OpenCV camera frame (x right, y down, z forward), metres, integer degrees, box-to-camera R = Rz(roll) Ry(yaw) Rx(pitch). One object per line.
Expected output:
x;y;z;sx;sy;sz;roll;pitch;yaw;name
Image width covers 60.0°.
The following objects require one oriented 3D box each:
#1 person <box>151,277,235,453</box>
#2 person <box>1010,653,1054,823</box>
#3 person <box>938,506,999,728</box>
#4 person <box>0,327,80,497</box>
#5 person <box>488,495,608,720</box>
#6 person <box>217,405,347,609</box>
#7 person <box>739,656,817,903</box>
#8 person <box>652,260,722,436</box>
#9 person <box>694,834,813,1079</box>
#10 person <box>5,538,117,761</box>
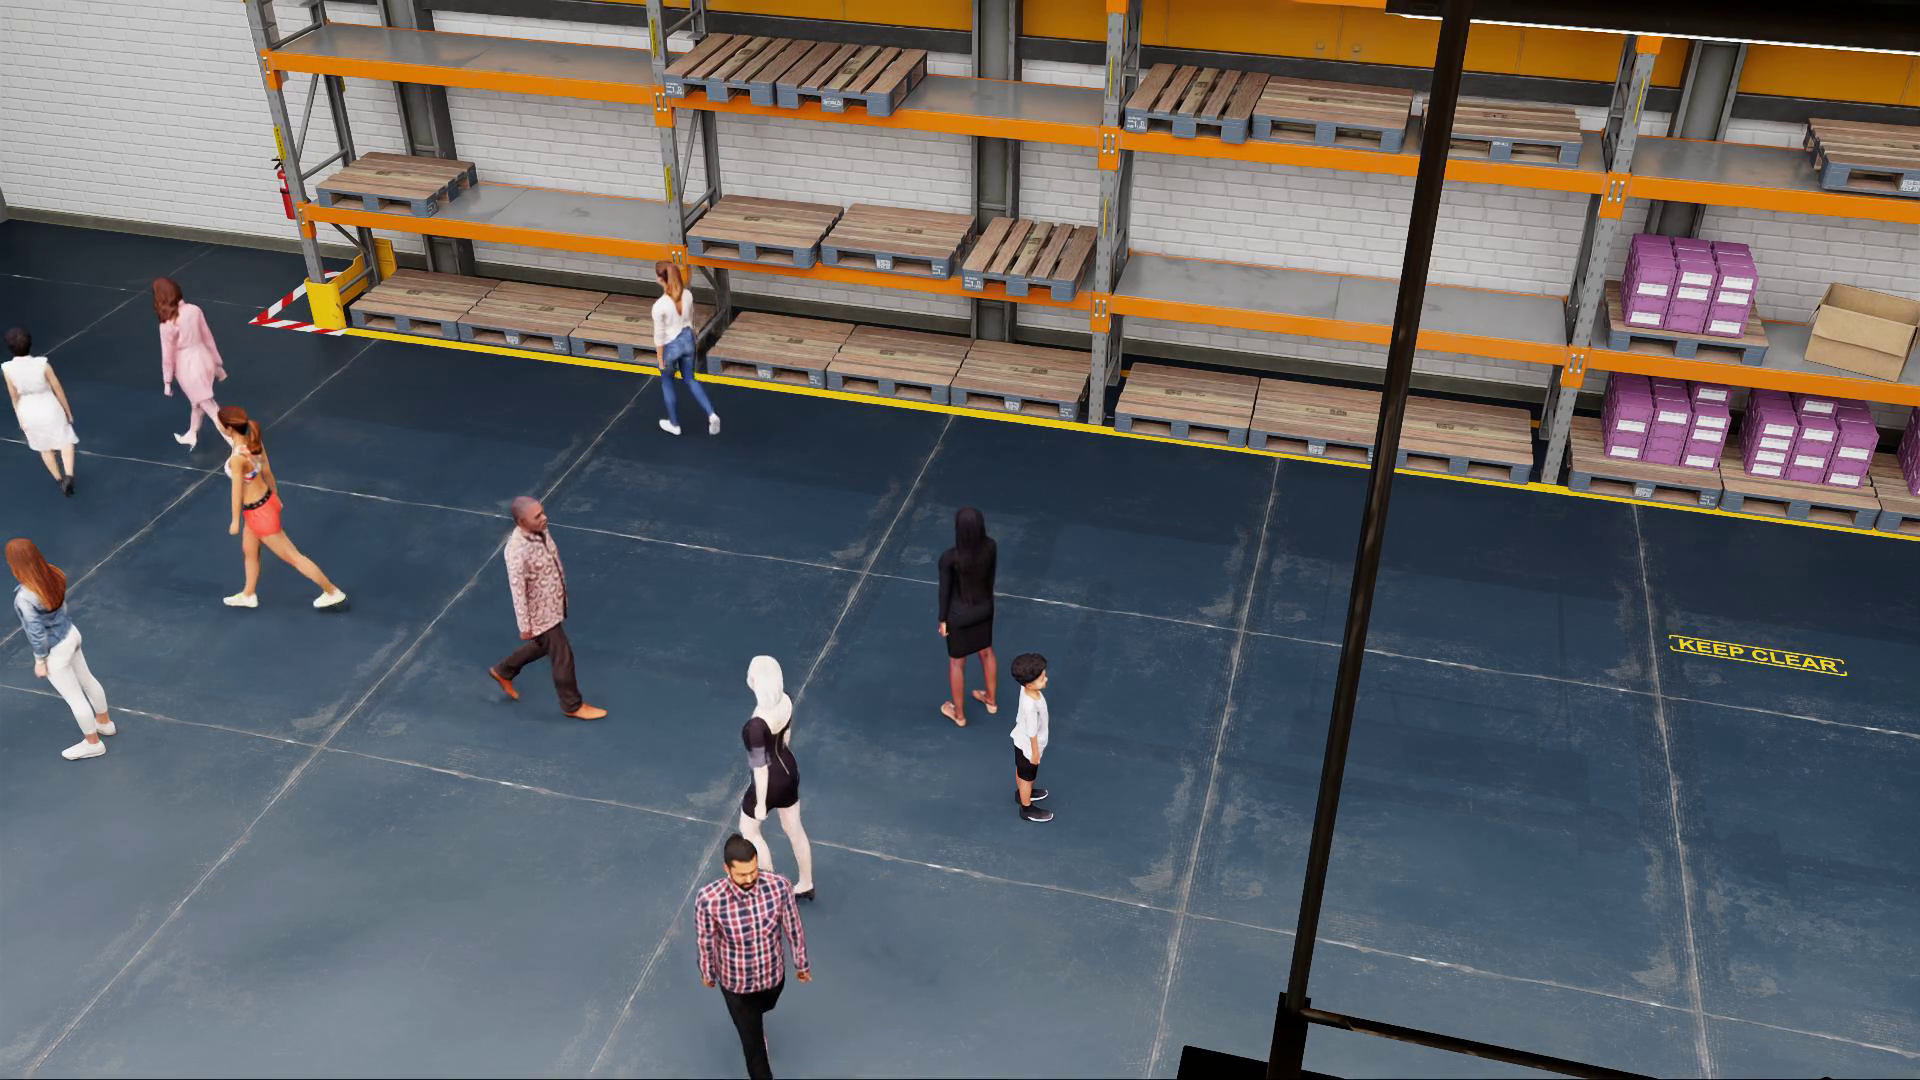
-6.408;-1.367;14.141;1.126;1.758;0.706;12;36;18;person
0.443;1.246;10.658;0.582;1.261;0.555;-3;34;-4;person
0.063;0.503;11.363;0.662;1.719;0.710;-20;38;-27;person
-7.609;-0.998;13.784;0.792;1.538;0.832;-14;36;-20;person
-2.940;0.458;11.378;1.152;1.778;0.825;2;34;3;person
-5.092;-0.172;12.358;1.228;1.743;0.818;-1;34;-1;person
-1.018;1.474;9.815;0.699;1.816;0.684;15;36;21;person
-2.429;-1.643;14.603;1.042;1.707;0.883;27;42;34;person
-1.119;2.210;8.786;1.173;1.728;1.198;-15;36;-21;person
-5.989;0.705;11.074;0.624;1.702;0.668;-1;34;-2;person
